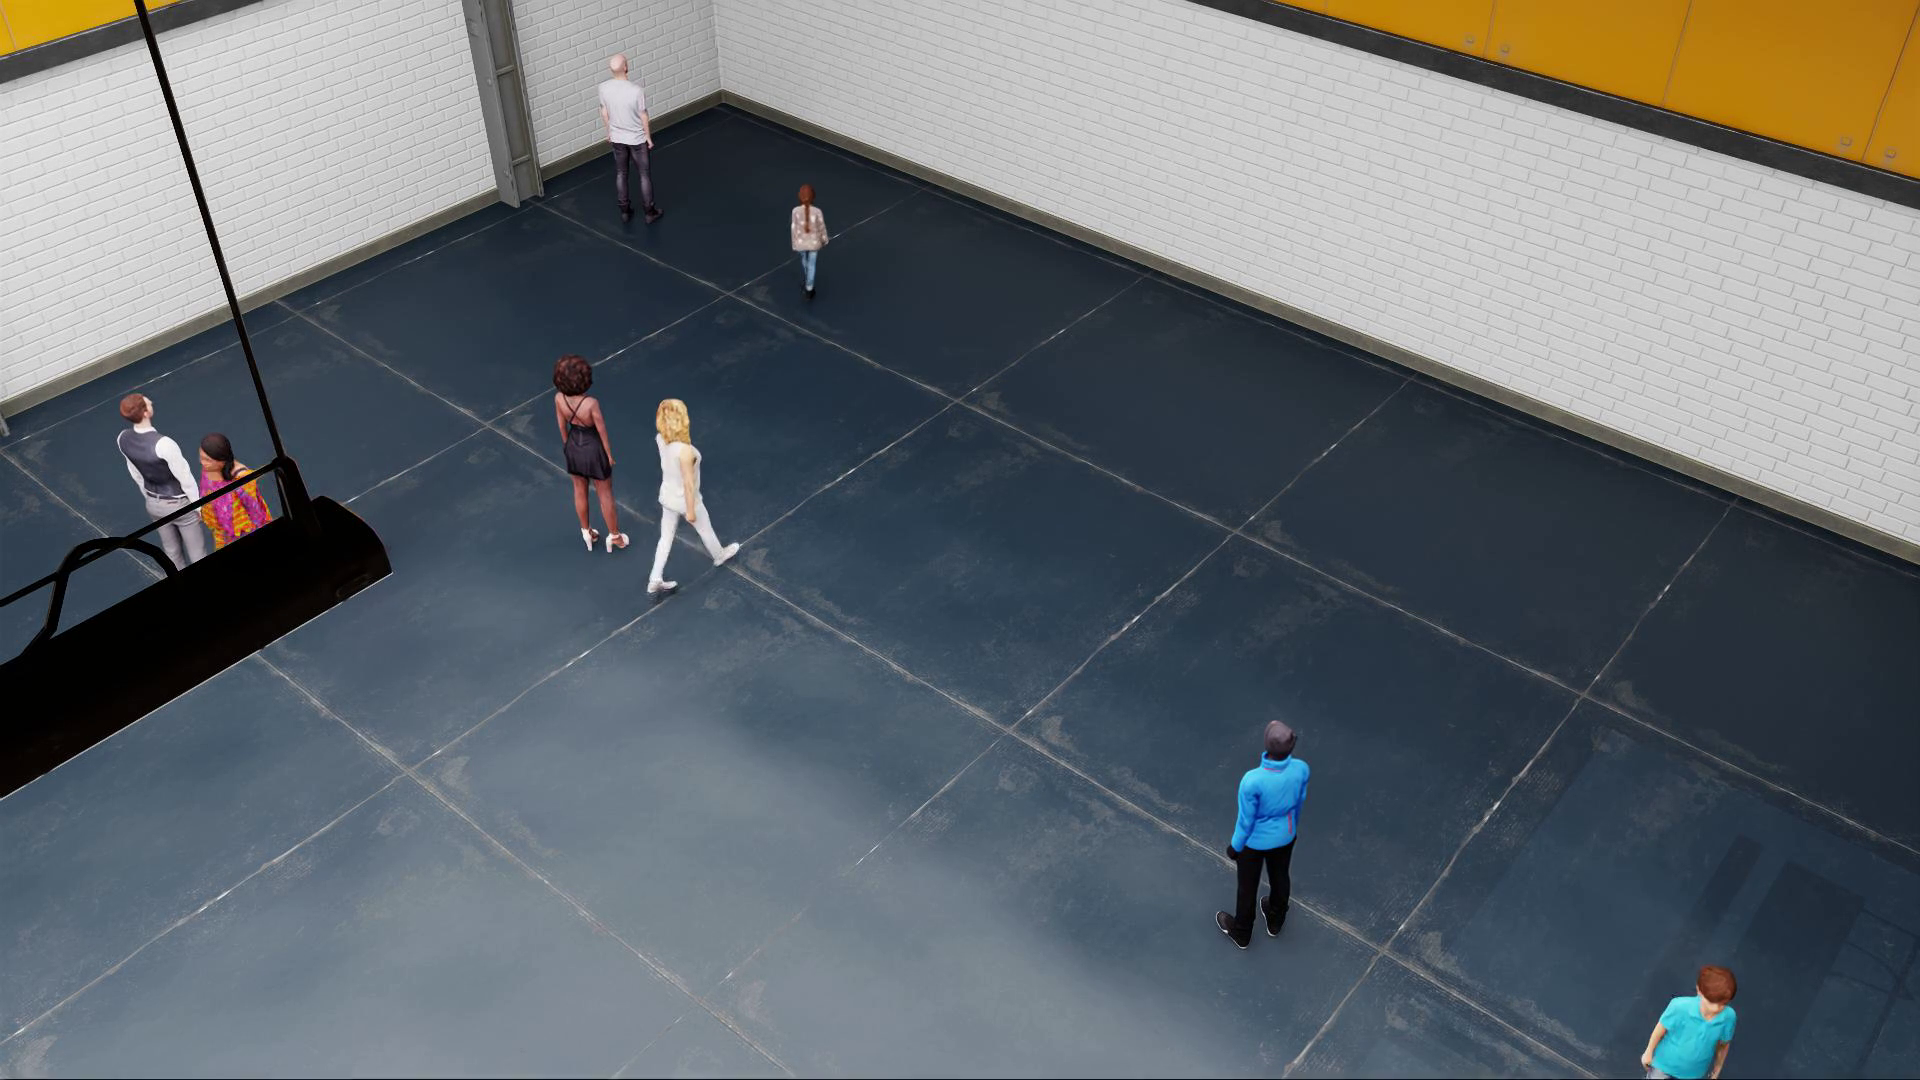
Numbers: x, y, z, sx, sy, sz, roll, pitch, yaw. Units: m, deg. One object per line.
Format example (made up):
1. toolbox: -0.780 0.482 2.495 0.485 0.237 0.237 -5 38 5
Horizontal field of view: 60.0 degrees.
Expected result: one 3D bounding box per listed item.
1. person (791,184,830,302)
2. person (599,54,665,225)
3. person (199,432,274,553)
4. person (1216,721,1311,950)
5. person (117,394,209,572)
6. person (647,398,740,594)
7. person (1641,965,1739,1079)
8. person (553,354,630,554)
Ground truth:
1. person: -1.492 -2.886 16.279 0.744 1.167 0.865 4 39 5
2. person: -3.464 -4.188 17.376 0.746 1.832 0.749 8 39 10
3. person: -5.349 -0.172 12.493 0.738 1.652 0.884 24 44 27
4. person: 1.835 1.771 9.946 0.631 1.793 0.748 -14 41 -17
5. person: -5.873 -0.274 12.391 0.734 1.937 0.705 11 40 14
6. person: -2.208 -0.296 12.665 1.113 1.630 0.673 -31 48 -33
7. person: 3.897 2.741 9.011 0.624 1.446 0.658 5 39 6
8. person: -2.912 -0.655 12.988 0.645 1.789 0.650 11 40 14
